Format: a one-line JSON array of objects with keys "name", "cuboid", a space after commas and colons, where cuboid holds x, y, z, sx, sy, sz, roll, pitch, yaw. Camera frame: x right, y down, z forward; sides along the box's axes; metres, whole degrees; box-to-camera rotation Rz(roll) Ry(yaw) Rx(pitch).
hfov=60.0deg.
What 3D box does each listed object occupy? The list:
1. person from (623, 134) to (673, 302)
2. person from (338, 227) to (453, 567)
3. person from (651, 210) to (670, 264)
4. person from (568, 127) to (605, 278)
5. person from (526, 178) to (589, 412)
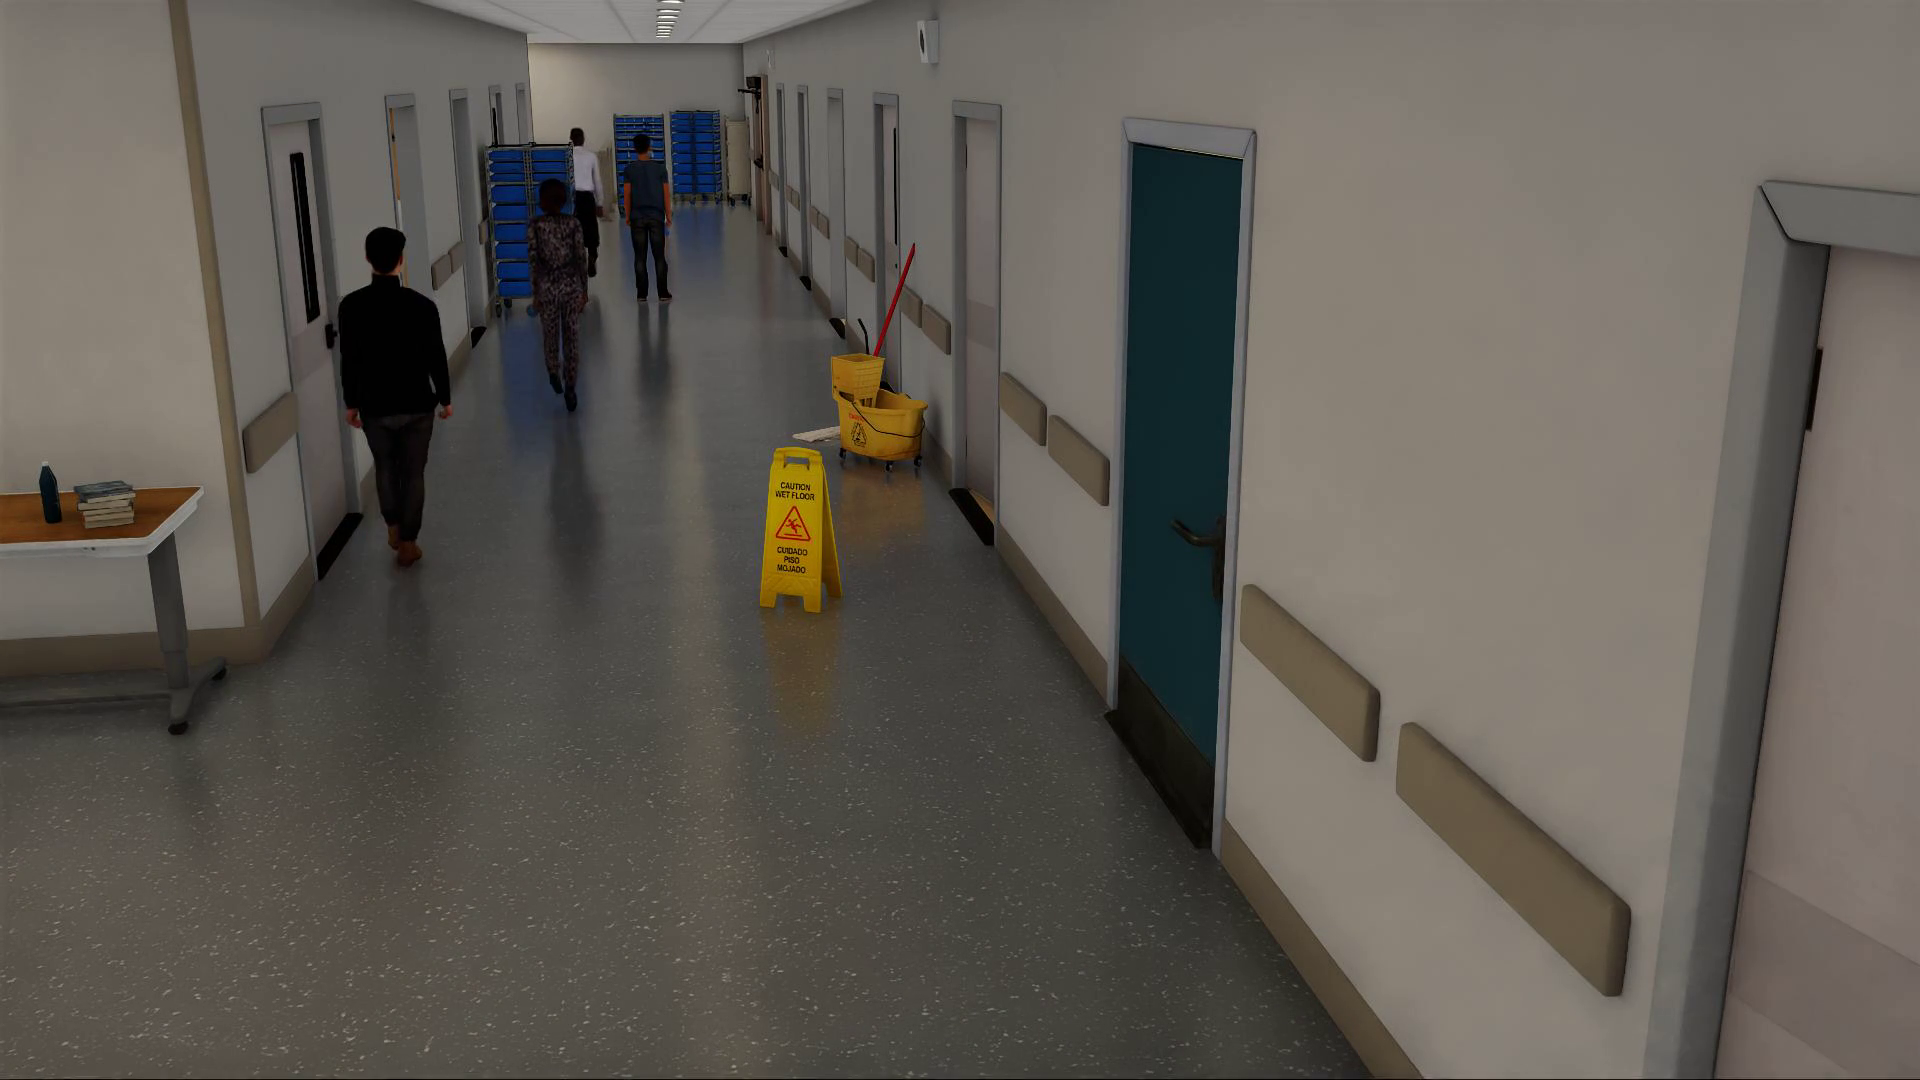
[{"name": "person", "cuboid": [-3.455, -3.559, 18.379, 0.663, 1.808, 0.529, -2, 16, -7]}, {"name": "person", "cuboid": [-2.867, -0.699, 8.417, 0.652, 1.708, 0.717, -2, 16, -8]}, {"name": "person", "cuboid": [-3.968, -4.165, 22.016, 0.504, 1.000, 0.715, 0, 16, 0]}, {"name": "person", "cuboid": [-4.497, -3.948, 19.748, 0.703, 1.814, 0.899, -4, 16, -15]}, {"name": "person", "cuboid": [-2.961, -1.791, 12.349, 0.602, 1.677, 1.051, -4, 16, -13]}]
